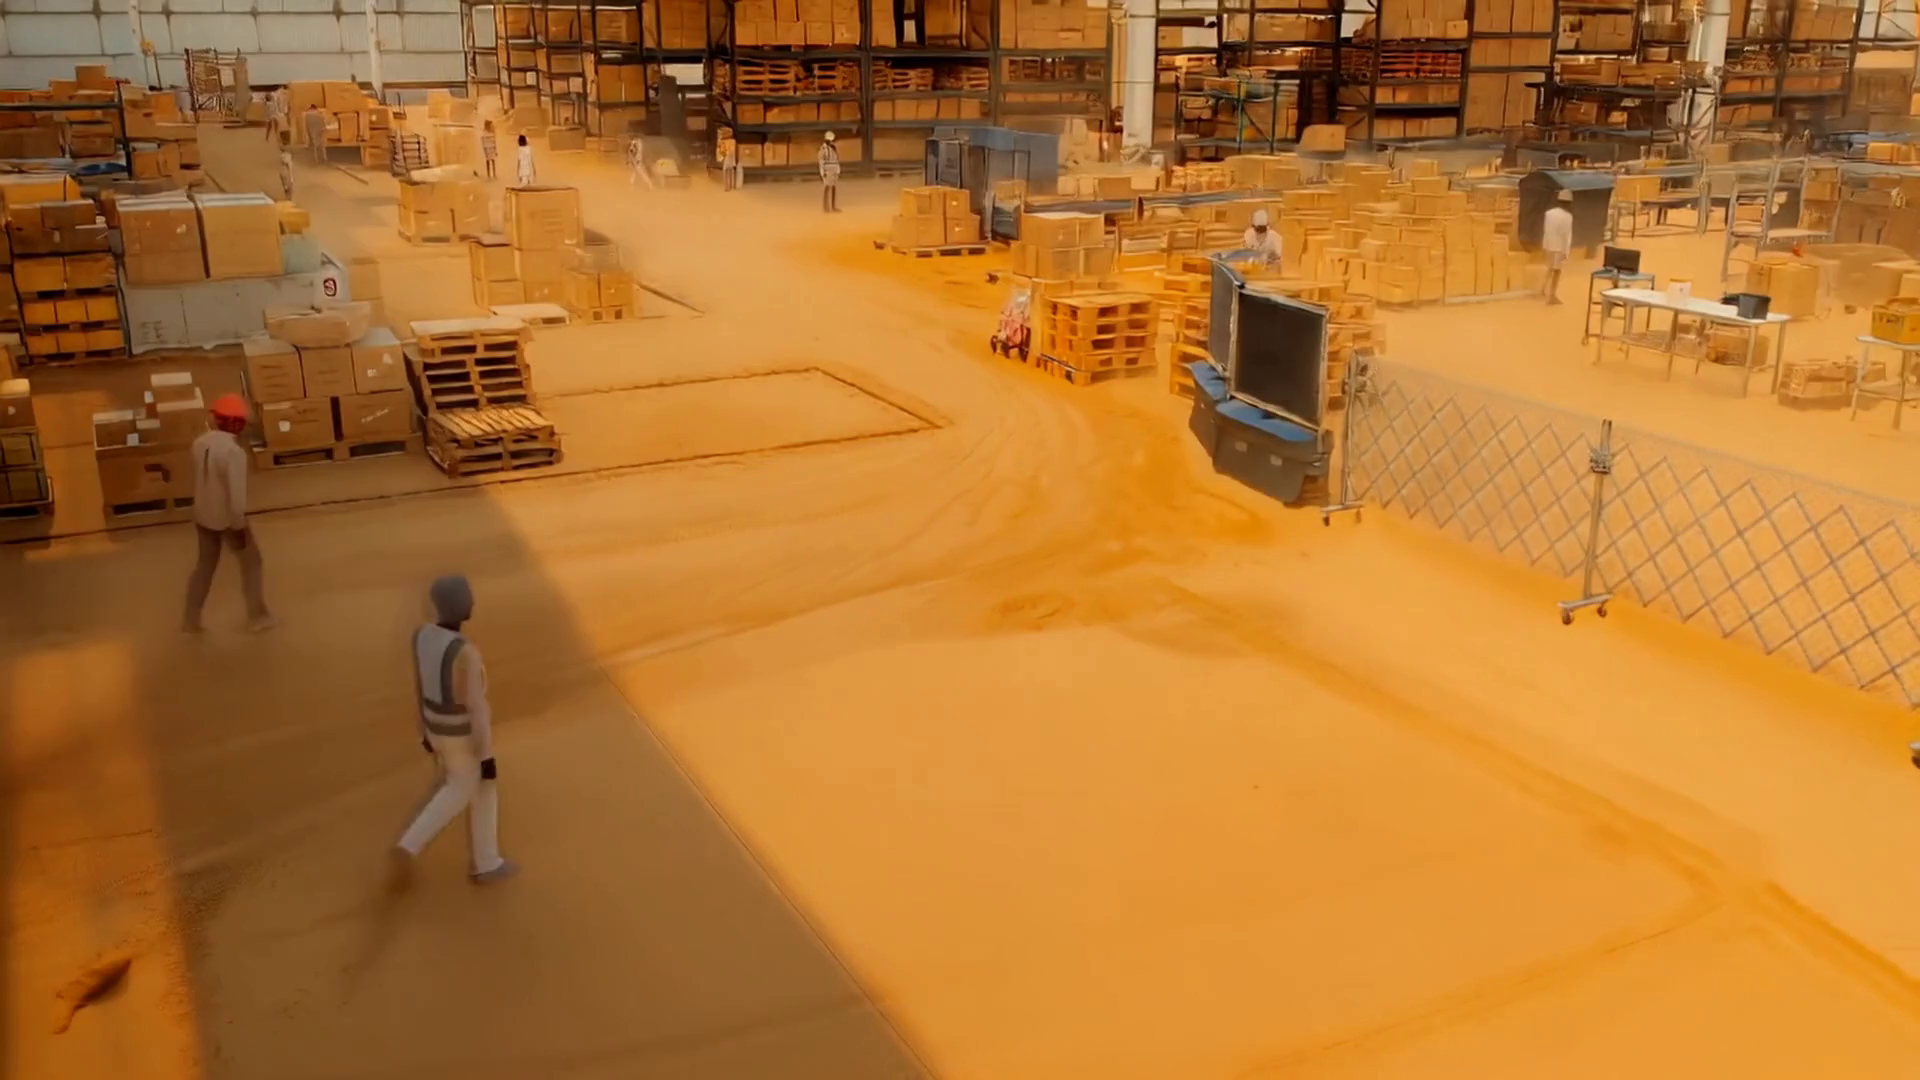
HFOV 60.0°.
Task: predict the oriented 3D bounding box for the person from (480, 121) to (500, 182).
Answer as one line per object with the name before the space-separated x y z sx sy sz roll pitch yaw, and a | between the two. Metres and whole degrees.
person | -13.276 -10.983 46.983 0.320 1.695 0.538 15 23 39

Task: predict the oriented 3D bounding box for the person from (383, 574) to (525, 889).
person | -2.794 1.092 9.073 0.666 1.864 0.583 -16 24 -41

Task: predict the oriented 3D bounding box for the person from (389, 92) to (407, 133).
person | -19.677 -14.724 58.311 0.591 1.911 0.389 -2 18 -5

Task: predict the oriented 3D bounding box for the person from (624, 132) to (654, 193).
person | -8.552 -10.031 44.161 0.795 1.605 0.513 7 19 21

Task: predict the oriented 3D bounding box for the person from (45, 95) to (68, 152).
person | -30.929 -14.262 56.939 0.666 1.881 0.971 -6 19 -18

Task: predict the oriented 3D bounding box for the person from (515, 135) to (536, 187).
person | -10.295 -8.631 39.369 0.329 1.873 0.515 17 24 42

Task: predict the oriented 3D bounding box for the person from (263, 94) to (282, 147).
person | -24.199 -14.772 58.584 0.549 1.825 0.636 16 24 41

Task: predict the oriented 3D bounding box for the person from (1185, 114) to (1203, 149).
person | 6.978 -11.834 49.596 0.534 1.727 0.916 11 21 30

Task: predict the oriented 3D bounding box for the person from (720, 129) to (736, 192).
person | -6.198 -10.130 44.413 0.310 1.642 0.514 15 23 38

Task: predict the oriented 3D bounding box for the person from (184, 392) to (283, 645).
person | -5.766 -0.156 12.899 0.653 1.931 0.770 11 21 30

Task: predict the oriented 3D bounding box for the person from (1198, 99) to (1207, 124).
person | 8.912 -15.426 60.593 1.013 1.851 0.664 14 22 37

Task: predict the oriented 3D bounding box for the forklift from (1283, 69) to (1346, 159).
forklift | 11.615 -13.871 54.079 1.129 2.768 1.873 -9 20 -27

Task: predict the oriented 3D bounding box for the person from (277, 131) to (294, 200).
person | -15.983 -8.718 39.512 0.388 1.957 0.606 -11 21 -30

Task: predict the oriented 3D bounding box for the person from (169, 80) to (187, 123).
person | -31.163 -17.229 66.013 0.814 1.960 0.644 -1 18 -2

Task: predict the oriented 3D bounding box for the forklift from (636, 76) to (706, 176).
forklift | -8.508 -12.110 48.589 1.873 2.768 1.129 -9 20 -26

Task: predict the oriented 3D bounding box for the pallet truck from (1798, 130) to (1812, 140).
pallet truck | 25.526 -11.556 49.408 1.630 1.274 0.653 -9 20 -26

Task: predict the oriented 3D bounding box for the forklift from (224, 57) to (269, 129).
forklift | -28.862 -18.068 67.164 1.873 2.768 1.129 -9 20 -26

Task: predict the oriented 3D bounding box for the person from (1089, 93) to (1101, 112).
person | 5.344 -16.897 65.522 0.504 1.631 0.281 2 18 7

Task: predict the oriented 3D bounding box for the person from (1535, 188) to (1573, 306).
person | 9.828 -4.814 27.389 0.426 1.919 0.563 -10 20 -29

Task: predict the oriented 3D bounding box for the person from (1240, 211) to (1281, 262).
person | 4.566 -4.121 25.422 0.633 1.809 0.464 1 18 4

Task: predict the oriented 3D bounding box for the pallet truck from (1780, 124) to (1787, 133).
pallet truck | 25.206 -12.542 52.601 1.601 1.201 0.680 0 18 -2

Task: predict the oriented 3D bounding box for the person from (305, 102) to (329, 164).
person | -20.227 -12.773 52.250 0.635 1.905 0.989 -1 18 -2

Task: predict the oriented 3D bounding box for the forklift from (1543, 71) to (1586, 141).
forklift | 18.685 -13.231 52.085 1.873 2.768 1.129 -9 20 -26

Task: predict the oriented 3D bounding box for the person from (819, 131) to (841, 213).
person | -3.098 -8.819 39.847 0.547 1.938 0.359 -12 21 -33

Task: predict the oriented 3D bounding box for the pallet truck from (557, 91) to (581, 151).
pallet truck | -13.495 -14.412 57.188 0.823 1.965 1.885 -3 18 -9

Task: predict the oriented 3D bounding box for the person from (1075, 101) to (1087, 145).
person | 4.104 -14.170 56.923 0.427 1.684 0.550 -9 20 -27
